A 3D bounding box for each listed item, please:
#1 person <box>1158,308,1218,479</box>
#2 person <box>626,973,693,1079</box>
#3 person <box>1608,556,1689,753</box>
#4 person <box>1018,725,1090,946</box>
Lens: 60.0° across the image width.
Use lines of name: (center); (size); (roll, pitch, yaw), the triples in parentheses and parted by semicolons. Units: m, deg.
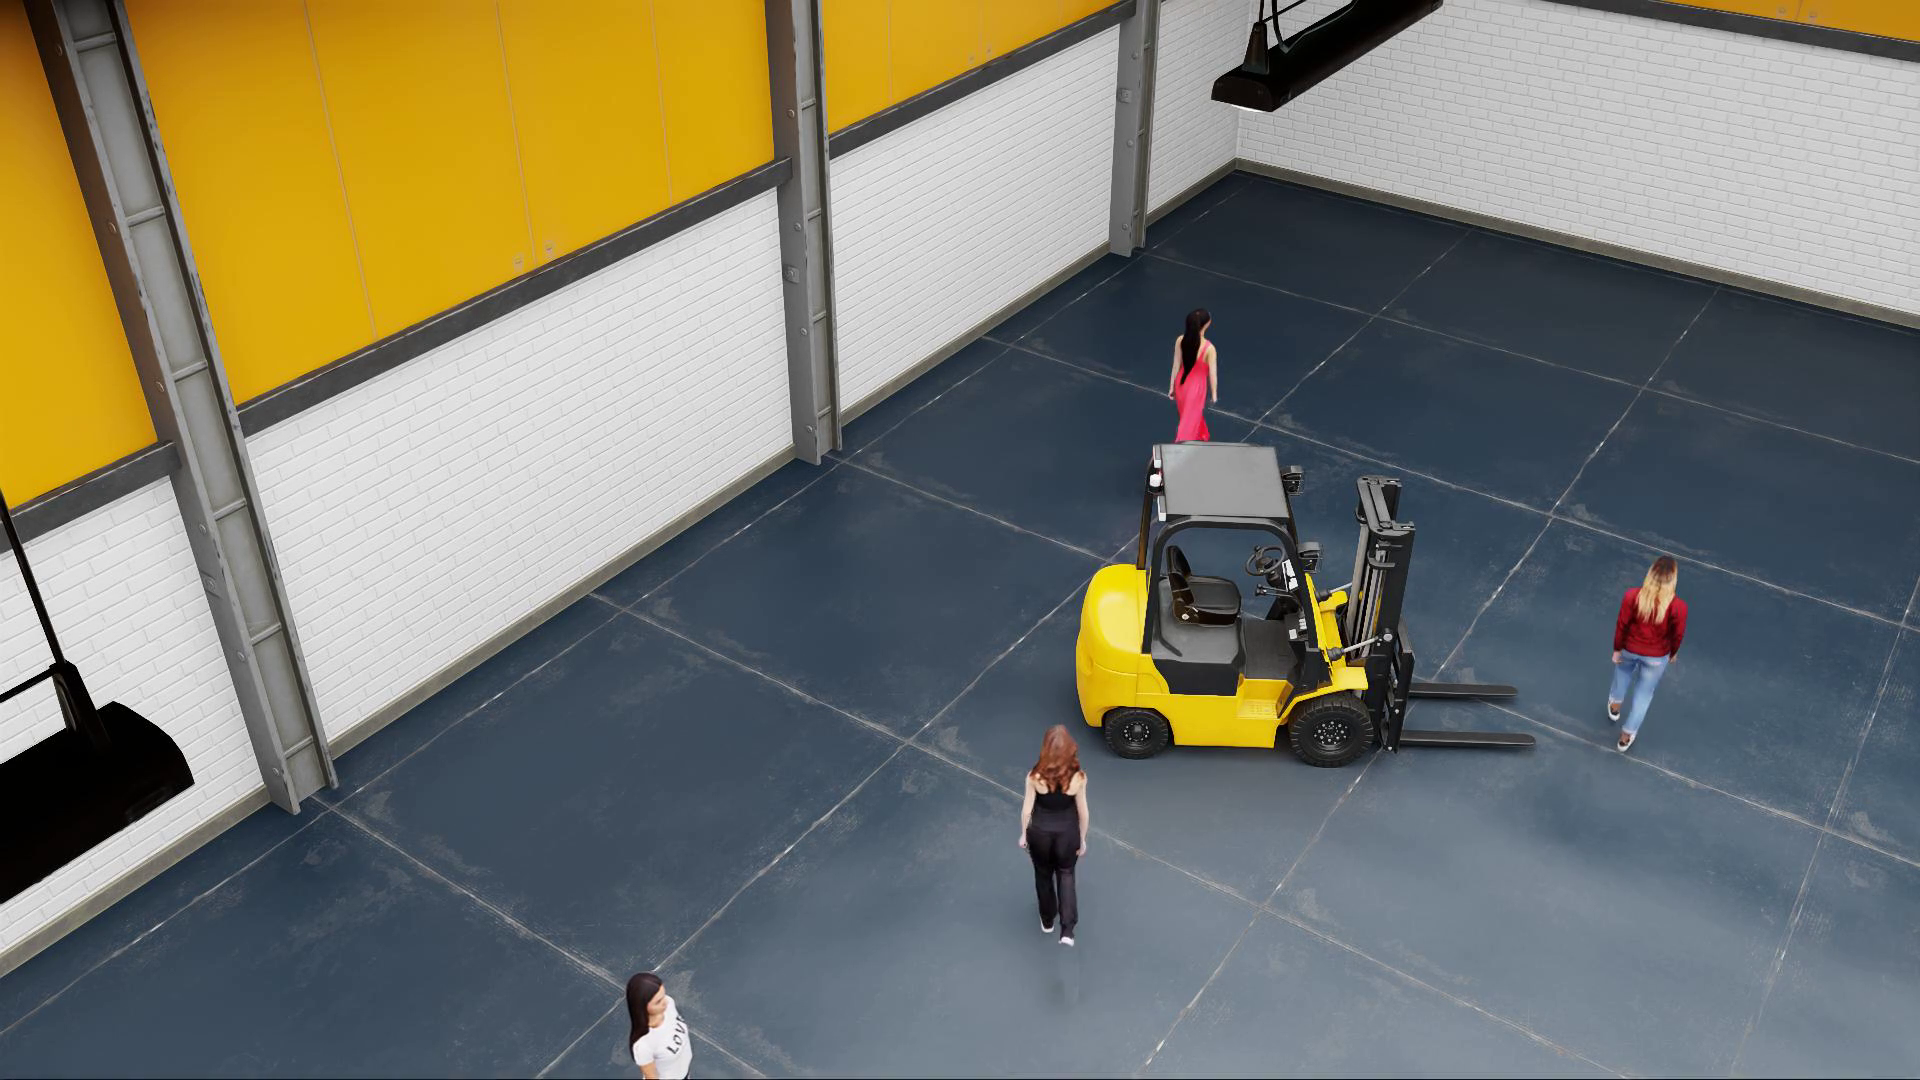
person: (2.102, -1.307, 15.508); (0.644, 1.677, 1.136); (25, 41, 32)
person: (-1.603, 2.986, 8.960); (0.727, 1.775, 0.615); (3, 34, 5)
person: (5.035, 0.874, 12.287); (0.641, 1.609, 0.819); (20, 38, 27)
person: (0.604, 1.934, 10.581); (0.872, 1.733, 0.953); (-3, 34, -4)
